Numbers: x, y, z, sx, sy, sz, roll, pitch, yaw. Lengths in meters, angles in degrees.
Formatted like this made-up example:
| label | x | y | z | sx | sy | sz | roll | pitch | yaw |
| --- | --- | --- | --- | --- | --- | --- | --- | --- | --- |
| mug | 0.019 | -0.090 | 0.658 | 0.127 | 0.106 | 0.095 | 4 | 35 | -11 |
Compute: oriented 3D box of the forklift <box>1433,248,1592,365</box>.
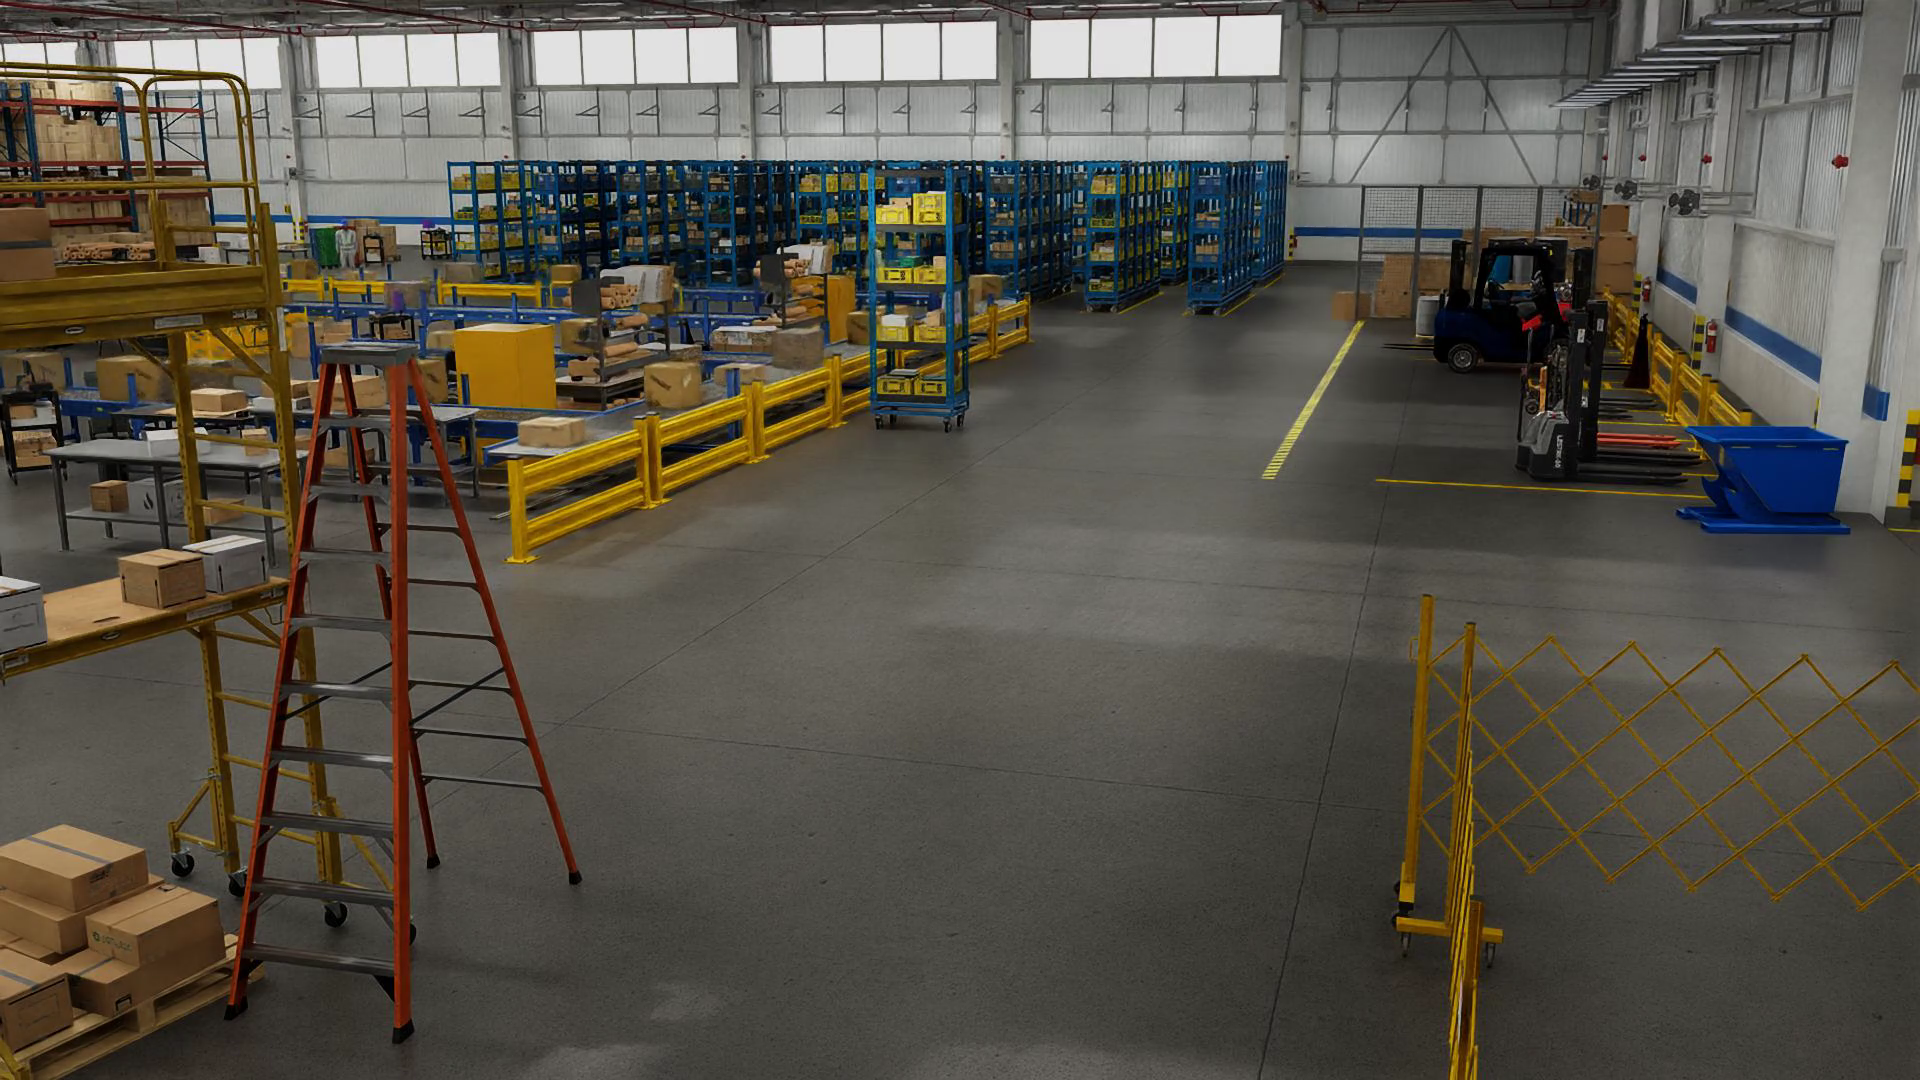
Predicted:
| label | x | y | z | sx | sy | sz | roll | pitch | yaw |
| --- | --- | --- | --- | --- | --- | --- | --- | --- | --- |
| forklift | 9.780 | -4.111 | 29.280 | 2.680 | 1.987 | 1.157 | 3 | 13 | 14 |

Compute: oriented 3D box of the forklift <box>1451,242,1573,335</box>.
| label | x | y | z | sx | sy | sz | roll | pitch | yaw |
| --- | --- | --- | --- | --- | --- | --- | --- | --- | --- |
| forklift | 10.464 | -4.597 | 31.405 | 2.680 | 1.987 | 1.157 | 4 | 14 | 16 |

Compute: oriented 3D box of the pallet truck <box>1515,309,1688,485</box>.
| label | x | y | z | sx | sy | sz | roll | pitch | yaw |
| --- | --- | --- | --- | --- | --- | --- | --- | --- | --- |
| pallet truck | 7.554 | -1.677 | 19.446 | 1.885 | 1.965 | 0.823 | 3 | 13 | 14 |

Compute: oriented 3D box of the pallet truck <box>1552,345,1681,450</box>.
| label | x | y | z | sx | sy | sz | roll | pitch | yaw |
| --- | --- | --- | --- | --- | --- | --- | --- | --- | --- |
| pallet truck | 8.641 | -1.896 | 21.908 | 1.630 | 1.274 | 0.653 | 4 | 14 | 16 |

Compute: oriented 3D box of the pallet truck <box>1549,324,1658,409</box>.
| label | x | y | z | sx | sy | sz | roll | pitch | yaw |
| --- | --- | --- | --- | --- | --- | --- | --- | --- | --- |
| pallet truck | 9.824 | -2.669 | 25.407 | 1.601 | 1.201 | 0.680 | 4 | 14 | 16 |

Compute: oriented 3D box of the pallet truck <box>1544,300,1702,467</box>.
| label | x | y | z | sx | sy | sz | roll | pitch | yaw |
| --- | --- | --- | --- | --- | --- | --- | --- | --- | --- |
| pallet truck | 8.263 | -1.952 | 20.631 | 1.885 | 1.965 | 0.823 | 5 | 14 | 20 |

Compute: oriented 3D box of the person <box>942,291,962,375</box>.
| label | x | y | z | sx | sy | sz | roll | pitch | yaw |
| --- | --- | --- | --- | --- | --- | --- | --- | --- | --- |
| person | -0.172 | -3.537 | 27.418 | 0.404 | 2.035 | 0.602 | 1 | 13 | 4 |

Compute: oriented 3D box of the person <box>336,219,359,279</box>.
| label | x | y | z | sx | sy | sz | roll | pitch | yaw |
| --- | --- | --- | --- | --- | --- | --- | --- | --- | --- |
| person | -18.060 | -8.489 | 49.055 | 0.622 | 1.899 | 0.945 | -5 | 14 | -20 |

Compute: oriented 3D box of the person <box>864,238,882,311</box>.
| label | x | y | z | sx | sy | sz | roll | pitch | yaw |
| --- | --- | --- | --- | --- | --- | --- | --- | --- | --- |
| person | -2.066 | -6.495 | 40.643 | 0.550 | 1.820 | 0.603 | 6 | 14 | 23 |

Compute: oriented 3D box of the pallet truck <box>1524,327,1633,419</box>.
| label | x | y | z | sx | sy | sz | roll | pitch | yaw |
| --- | --- | --- | --- | --- | --- | --- | --- | --- | --- |
| pallet truck | 9.065 | -2.460 | 24.370 | 1.522 | 1.261 | 0.704 | 3 | 13 | 14 |
